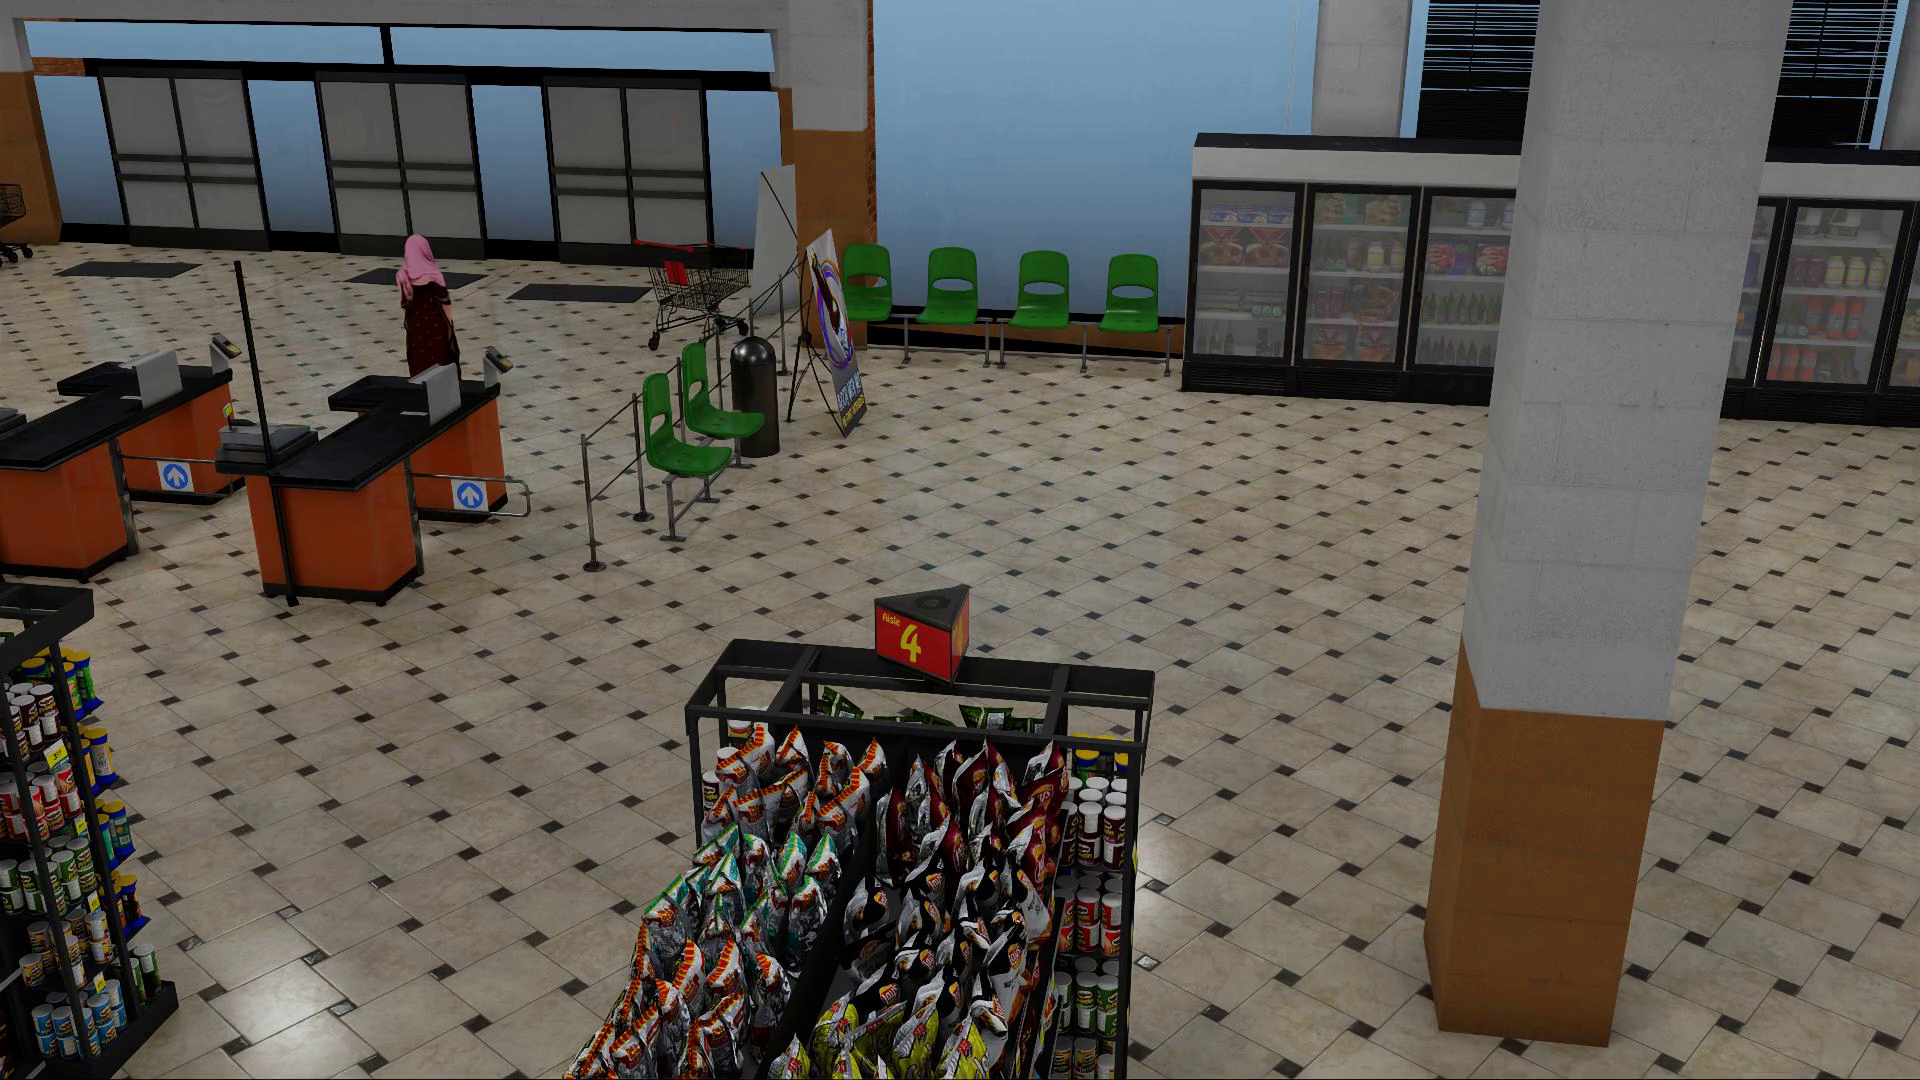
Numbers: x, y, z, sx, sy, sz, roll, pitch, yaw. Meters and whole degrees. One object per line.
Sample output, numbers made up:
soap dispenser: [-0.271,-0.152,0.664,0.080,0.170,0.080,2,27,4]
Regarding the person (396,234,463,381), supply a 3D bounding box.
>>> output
person: [-4.793,-1.949,14.995,0.645,1.637,0.577,4,22,9]
